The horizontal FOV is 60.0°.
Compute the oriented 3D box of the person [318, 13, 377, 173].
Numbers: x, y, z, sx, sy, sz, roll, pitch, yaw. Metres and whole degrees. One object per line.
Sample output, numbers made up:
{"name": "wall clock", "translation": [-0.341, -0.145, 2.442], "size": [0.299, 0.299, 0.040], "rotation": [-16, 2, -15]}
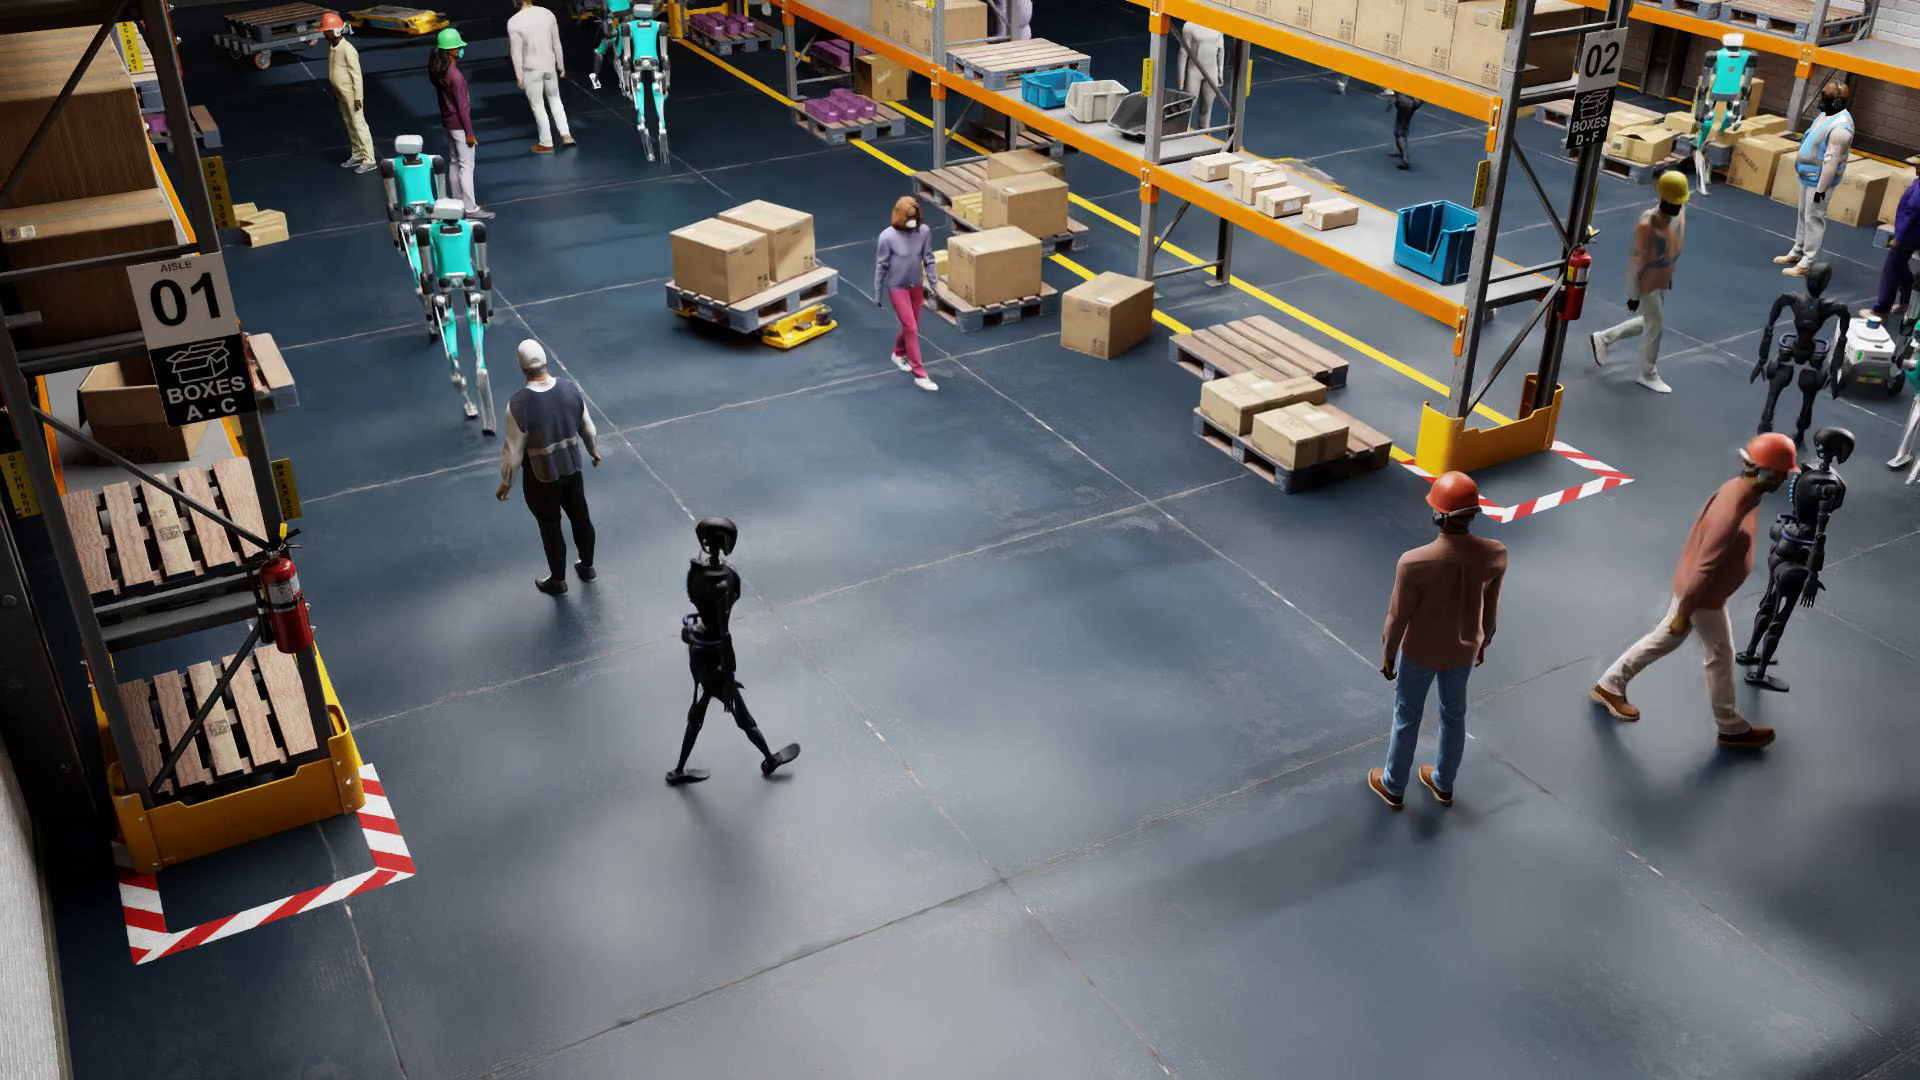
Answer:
{"name": "person", "translation": [-6.887, -5.013, 18.644], "size": [0.339, 1.749, 0.567], "rotation": [-25, 38, -36]}

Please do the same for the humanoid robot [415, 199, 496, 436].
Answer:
{"name": "humanoid robot", "translation": [-3.832, -1.639, 12.865], "size": [0.558, 1.849, 0.857], "rotation": [-10, 31, -16]}

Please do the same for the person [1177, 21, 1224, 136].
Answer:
{"name": "person", "translation": [2.773, -5.369, 19.138], "size": [0.566, 1.889, 0.383], "rotation": [-8, 31, -14]}

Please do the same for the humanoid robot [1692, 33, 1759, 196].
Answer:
{"name": "humanoid robot", "translation": [8.231, -4.681, 18.115], "size": [0.545, 1.760, 0.938], "rotation": [6, 30, 11]}

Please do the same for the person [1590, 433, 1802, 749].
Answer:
{"name": "person", "translation": [4.172, 0.270, 9.288], "size": [1.017, 1.926, 0.681], "rotation": [13, 32, 21]}

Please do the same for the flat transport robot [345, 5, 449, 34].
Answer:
{"name": "flat transport robot", "translation": [-8.482, -7.833, 25.046], "size": [1.431, 0.231, 0.659], "rotation": [13, 32, 22]}

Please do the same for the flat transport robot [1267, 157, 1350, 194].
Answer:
{"name": "flat transport robot", "translation": [3.652, -3.907, 18.212], "size": [0.659, 0.231, 1.431], "rotation": [-9, 31, -15]}

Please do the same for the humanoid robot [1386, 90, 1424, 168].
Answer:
{"name": "humanoid robot", "translation": [5.092, -5.066, 18.844], "size": [0.484, 1.641, 0.608], "rotation": [26, 39, 38]}

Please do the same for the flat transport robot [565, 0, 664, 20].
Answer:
{"name": "flat transport robot", "translation": [-5.369, -8.292, 25.844], "size": [1.431, 0.231, 0.659], "rotation": [-10, 31, -17]}

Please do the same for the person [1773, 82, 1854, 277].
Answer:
{"name": "person", "translation": [8.140, -3.425, 15.808], "size": [0.431, 1.835, 0.622], "rotation": [6, 30, 10]}

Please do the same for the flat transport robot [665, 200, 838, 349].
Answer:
{"name": "flat transport robot", "translation": [-1.859, -2.063, 15.001], "size": [1.431, 0.231, 0.659], "rotation": [22, 36, 33]}

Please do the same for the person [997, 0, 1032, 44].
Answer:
{"name": "person", "translation": [0.621, -6.574, 21.259], "size": [0.885, 1.869, 0.663], "rotation": [20, 35, 30]}

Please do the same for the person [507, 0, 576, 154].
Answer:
{"name": "person", "translation": [-4.851, -5.422, 19.192], "size": [0.468, 1.919, 0.664], "rotation": [25, 38, 37]}

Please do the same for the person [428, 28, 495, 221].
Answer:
{"name": "person", "translation": [-5.185, -4.282, 17.177], "size": [0.426, 1.949, 0.498], "rotation": [-22, 37, -33]}

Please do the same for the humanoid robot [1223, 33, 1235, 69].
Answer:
{"name": "humanoid robot", "translation": [3.702, -7.275, 22.660], "size": [0.602, 1.636, 0.405], "rotation": [23, 37, 34]}

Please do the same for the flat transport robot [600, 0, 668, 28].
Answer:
{"name": "flat transport robot", "translation": [-4.976, -8.076, 25.468], "size": [0.659, 0.231, 1.431], "rotation": [4, 30, 7]}

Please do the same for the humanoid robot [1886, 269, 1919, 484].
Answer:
{"name": "humanoid robot", "translation": [7.192, -1.299, 12.198], "size": [0.689, 1.799, 0.539], "rotation": [-20, 35, -31]}

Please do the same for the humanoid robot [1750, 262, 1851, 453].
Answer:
{"name": "humanoid robot", "translation": [6.239, -1.314, 12.348], "size": [0.610, 1.632, 0.753], "rotation": [17, 34, 27]}

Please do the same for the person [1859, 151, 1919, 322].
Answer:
{"name": "person", "translation": [8.429, -2.711, 14.778], "size": [0.397, 1.600, 0.525], "rotation": [22, 37, 33]}

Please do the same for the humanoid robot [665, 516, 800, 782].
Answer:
{"name": "humanoid robot", "translation": [-1.289, 0.596, 8.997], "size": [0.748, 1.630, 0.611], "rotation": [-10, 31, -18]}

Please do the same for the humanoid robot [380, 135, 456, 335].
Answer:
{"name": "humanoid robot", "translation": [-4.618, -2.542, 14.374], "size": [0.537, 1.792, 0.831], "rotation": [-10, 31, -17]}

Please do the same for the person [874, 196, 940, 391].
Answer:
{"name": "person", "translation": [-0.408, -2.047, 13.655], "size": [0.528, 1.587, 0.690], "rotation": [-22, 37, -33]}

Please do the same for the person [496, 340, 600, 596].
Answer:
{"name": "person", "translation": [-2.640, -0.458, 10.716], "size": [0.763, 1.752, 0.458], "rotation": [-26, 39, -37]}

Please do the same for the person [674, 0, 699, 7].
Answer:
{"name": "person", "translation": [-4.423, -9.244, 26.051], "size": [0.345, 1.720, 0.595], "rotation": [13, 33, 22]}

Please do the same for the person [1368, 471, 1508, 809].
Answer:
{"name": "person", "translation": [2.496, 0.550, 8.735], "size": [0.610, 1.986, 0.402], "rotation": [-5, 30, -8]}

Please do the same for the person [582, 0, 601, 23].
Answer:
{"name": "person", "translation": [-5.629, -8.713, 25.006], "size": [0.733, 1.817, 0.539], "rotation": [-1, 30, -2]}

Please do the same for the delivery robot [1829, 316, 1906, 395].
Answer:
{"name": "delivery robot", "translation": [7.536, -1.556, 13.842], "size": [0.499, 0.606, 0.810], "rotation": [6, 30, 10]}

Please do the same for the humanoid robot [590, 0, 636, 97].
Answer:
{"name": "humanoid robot", "translation": [-4.584, -6.642, 21.532], "size": [0.912, 1.794, 0.546], "rotation": [26, 39, 37]}

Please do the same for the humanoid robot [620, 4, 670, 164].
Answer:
{"name": "humanoid robot", "translation": [-3.504, -5.025, 18.800], "size": [0.551, 1.900, 0.728], "rotation": [-7, 31, -11]}

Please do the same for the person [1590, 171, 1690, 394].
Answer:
{"name": "person", "translation": [5.558, -2.123, 13.481], "size": [0.621, 1.878, 0.697], "rotation": [-25, 38, -37]}

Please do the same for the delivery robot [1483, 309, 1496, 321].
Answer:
{"name": "delivery robot", "translation": [4.579, -2.335, 15.198], "size": [0.499, 0.606, 0.809], "rotation": [-10, 31, -17]}

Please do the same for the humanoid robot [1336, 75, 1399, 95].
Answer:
{"name": "humanoid robot", "translation": [5.295, -6.594, 21.424], "size": [0.968, 1.760, 0.543], "rotation": [7, 31, 12]}

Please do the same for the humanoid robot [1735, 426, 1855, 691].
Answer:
{"name": "humanoid robot", "translation": [4.960, 0.078, 9.845], "size": [0.315, 1.657, 0.599], "rotation": [7, 31, 12]}

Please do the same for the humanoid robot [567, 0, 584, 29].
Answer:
{"name": "humanoid robot", "translation": [-5.787, -8.487, 24.780], "size": [0.601, 1.645, 0.353], "rotation": [1, 30, 2]}

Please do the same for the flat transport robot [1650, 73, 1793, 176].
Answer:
{"name": "flat transport robot", "translation": [8.707, -4.351, 18.983], "size": [0.659, 0.231, 1.431], "rotation": [-16, 33, -25]}

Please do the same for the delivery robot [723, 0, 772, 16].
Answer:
{"name": "delivery robot", "translation": [-3.294, -8.412, 25.747], "size": [0.751, 0.576, 0.499], "rotation": [-5, 30, -9]}
